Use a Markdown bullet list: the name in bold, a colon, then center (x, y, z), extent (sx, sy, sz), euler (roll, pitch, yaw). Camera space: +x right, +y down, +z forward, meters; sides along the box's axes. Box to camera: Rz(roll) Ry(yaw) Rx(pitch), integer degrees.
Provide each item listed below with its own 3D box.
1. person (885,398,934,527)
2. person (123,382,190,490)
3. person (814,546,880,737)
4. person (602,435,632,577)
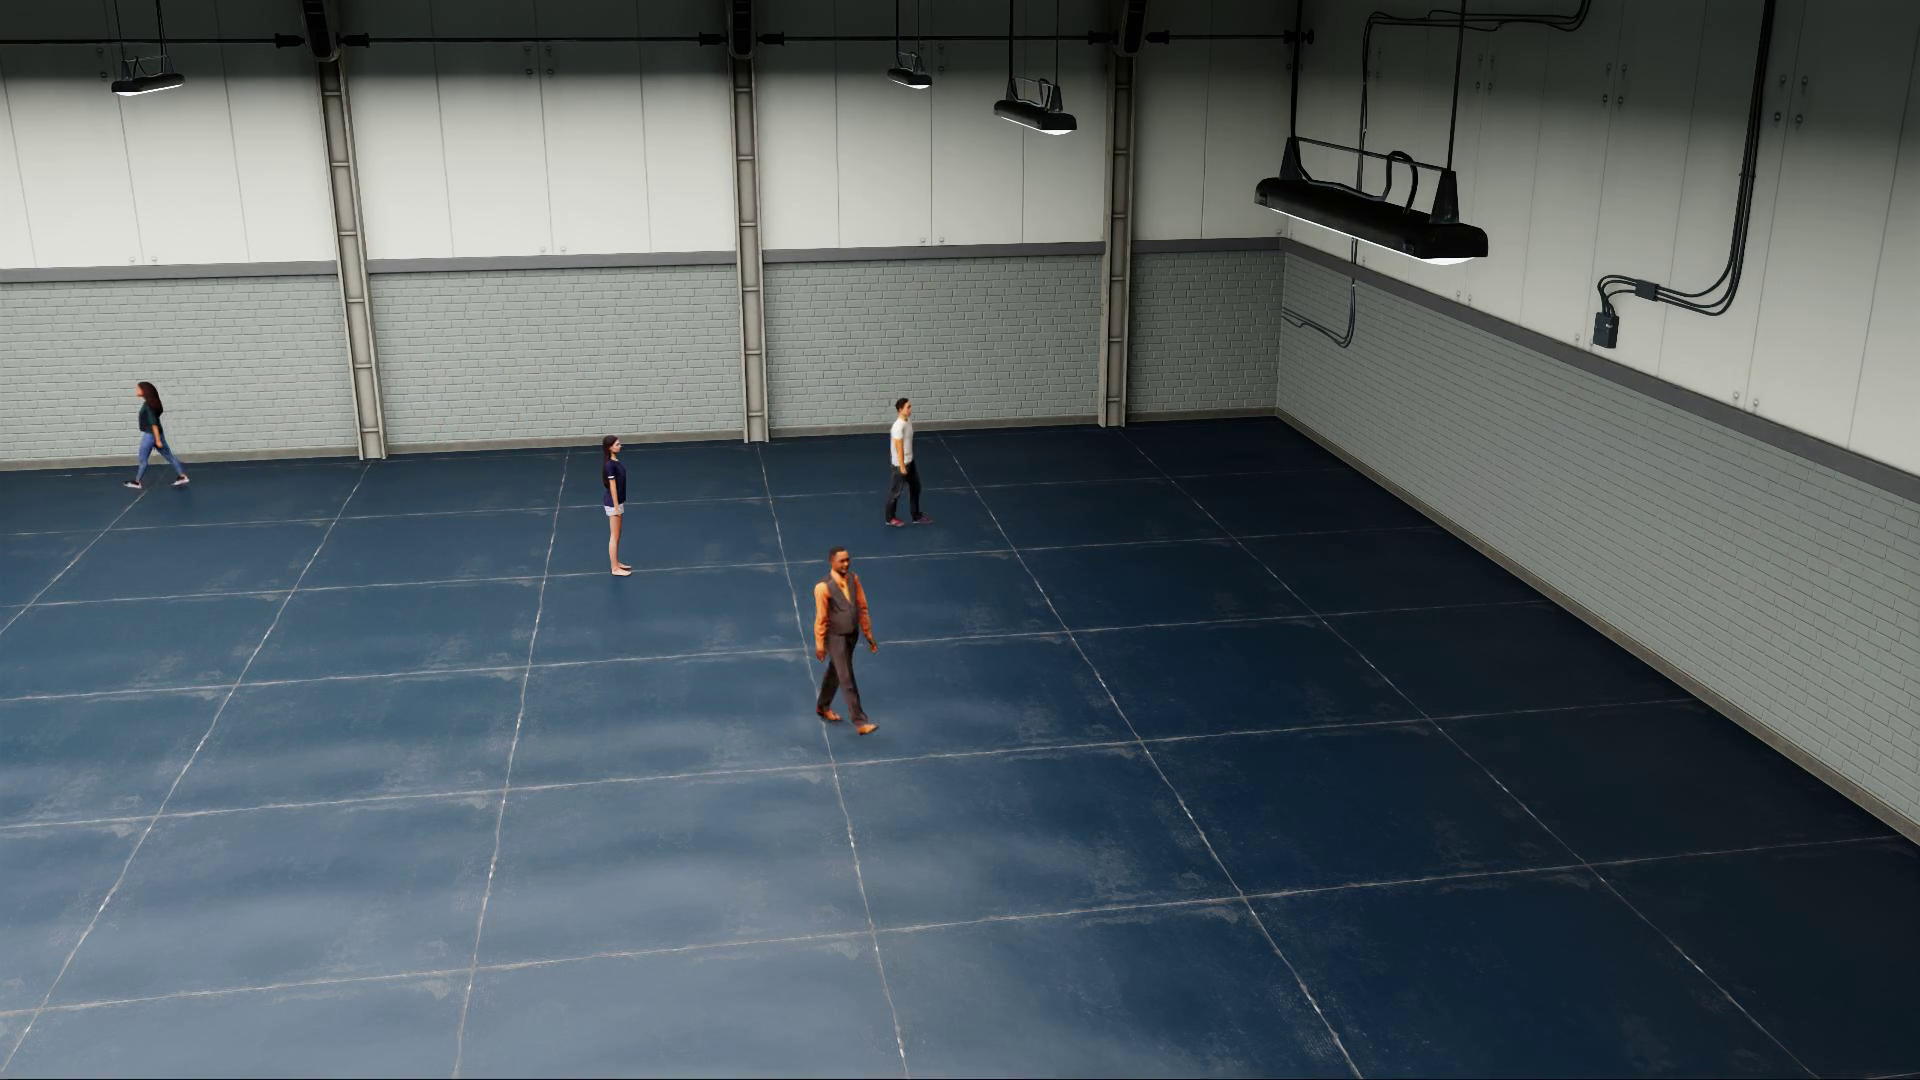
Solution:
- **person**: center (-0.866, -1.051, 22.546), extent (1.023, 1.782, 0.914), euler (6, 19, 18)
- **person**: center (-11.688, -1.509, 24.295), extent (1.142, 1.570, 0.715), euler (-6, 19, -18)
- **person**: center (-1.235, 0.953, 16.266), extent (1.235, 1.861, 1.230), euler (15, 23, 38)
- **person**: center (-4.309, -0.445, 20.712), extent (0.511, 1.767, 0.566), euler (-3, 18, -8)
